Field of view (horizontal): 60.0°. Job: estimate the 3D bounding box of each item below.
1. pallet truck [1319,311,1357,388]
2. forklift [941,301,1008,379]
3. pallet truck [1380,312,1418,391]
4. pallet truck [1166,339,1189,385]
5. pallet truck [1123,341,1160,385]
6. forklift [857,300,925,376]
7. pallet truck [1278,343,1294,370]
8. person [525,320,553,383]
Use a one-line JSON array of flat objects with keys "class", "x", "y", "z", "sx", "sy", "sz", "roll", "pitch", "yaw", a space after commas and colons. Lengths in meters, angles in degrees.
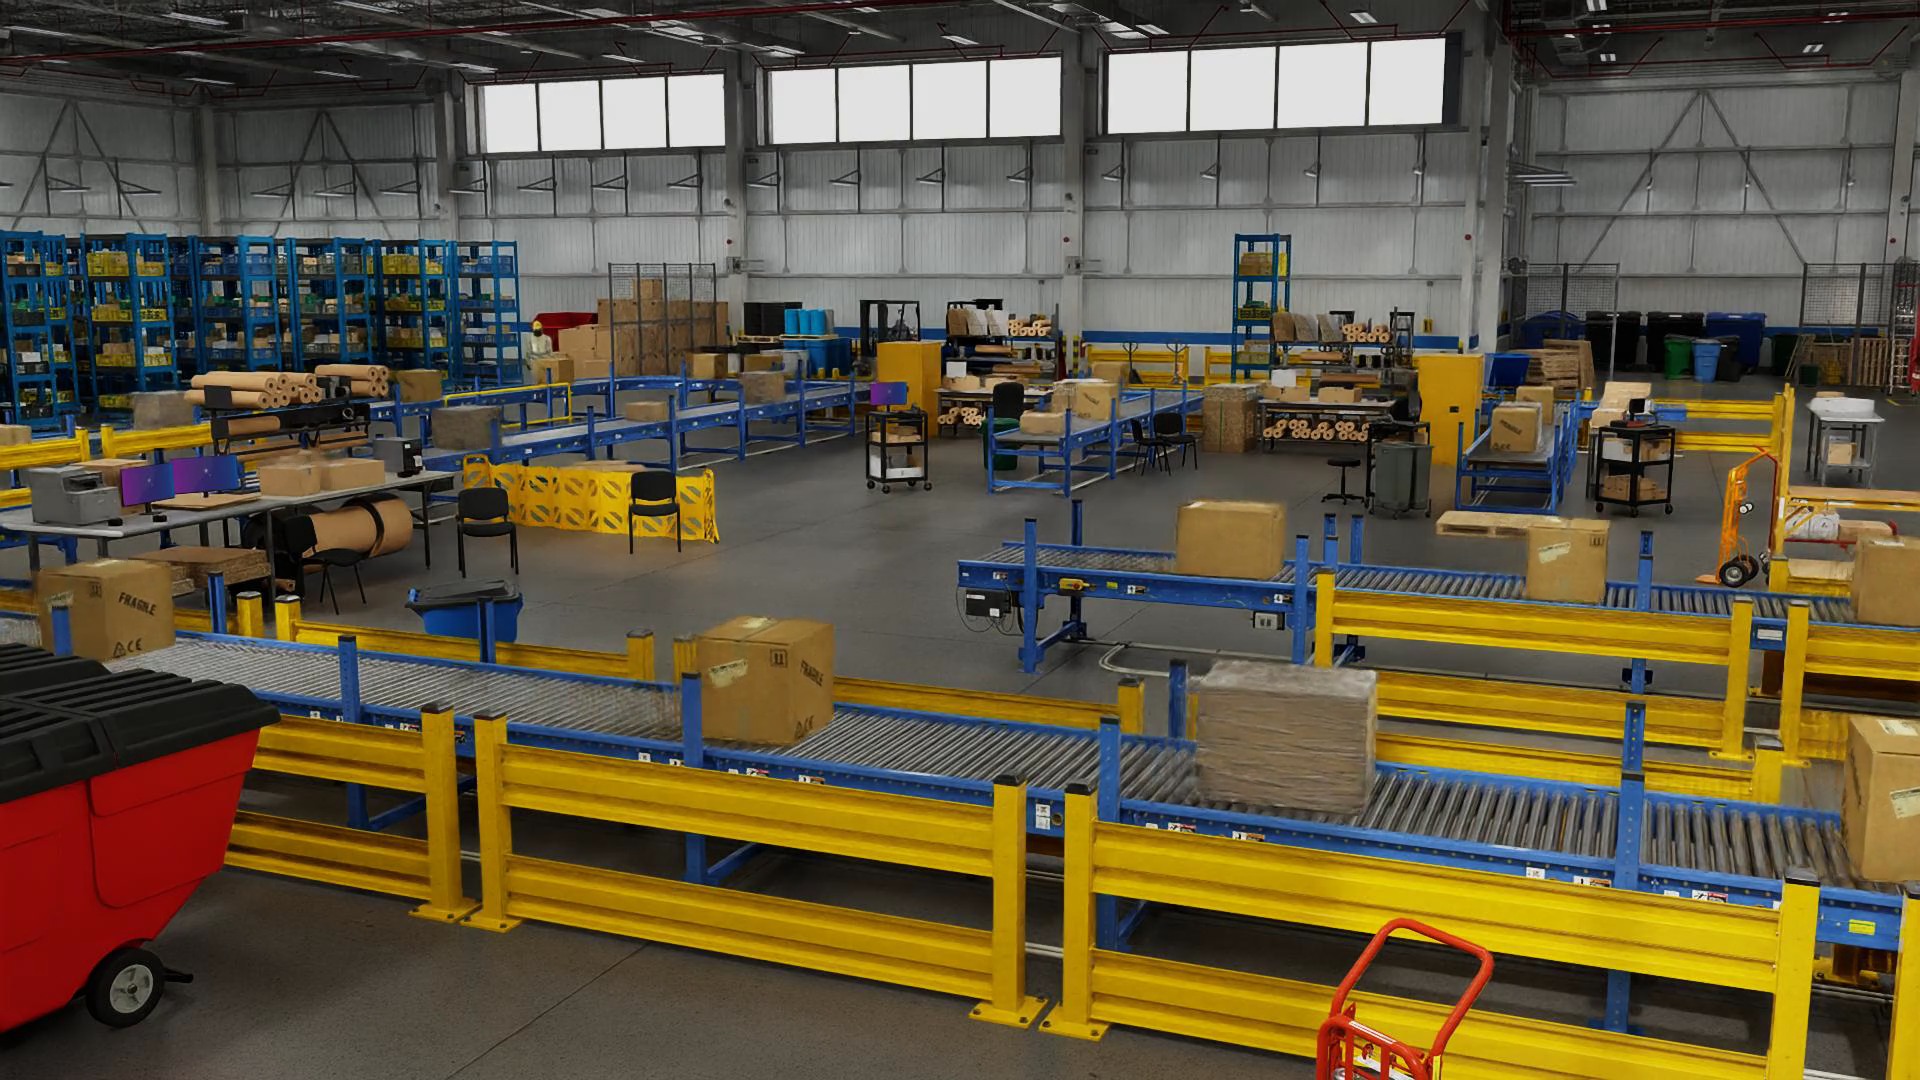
[{"class": "pallet truck", "x": 9.071, "y": -4.419, "z": 39.190, "sx": 0.823, "sy": 1.965, "sz": 1.885, "roll": 5, "pitch": 10, "yaw": 26}, {"class": "forklift", "x": 0.365, "y": -4.966, "z": 41.571, "sx": 1.157, "sy": 1.987, "sz": 2.680, "roll": 3, "pitch": 10, "yaw": 20}, {"class": "pallet truck", "x": 10.207, "y": -4.283, "z": 38.369, "sx": 0.823, "sy": 1.965, "sz": 1.885, "roll": 3, "pitch": 10, "yaw": 20}, {"class": "pallet truck", "x": 5.418, "y": -4.269, "z": 40.420, "sx": 0.704, "sy": 1.261, "sz": 1.522, "roll": 3, "pitch": 10, "yaw": 20}, {"class": "pallet truck", "x": 4.445, "y": -4.380, "z": 41.279, "sx": 0.680, "sy": 1.201, "sz": 1.601, "roll": 4, "pitch": 10, "yaw": 22}, {"class": "forklift", "x": -1.732, "y": -5.109, "z": 42.468, "sx": 1.157, "sy": 1.987, "sz": 2.680, "roll": 4, "pitch": 10, "yaw": 22}, {"class": "pallet truck", "x": 7.886, "y": -4.163, "z": 39.743, "sx": 0.653, "sy": 1.274, "sz": 1.630, "roll": 4, "pitch": 10, "yaw": 22}, {"class": "person", "x": -9.477, "y": -4.037, "z": 37.434, "sx": 0.604, "sy": 1.811, "sz": 0.616, "roll": -2, "pitch": 10, "yaw": -15}]
